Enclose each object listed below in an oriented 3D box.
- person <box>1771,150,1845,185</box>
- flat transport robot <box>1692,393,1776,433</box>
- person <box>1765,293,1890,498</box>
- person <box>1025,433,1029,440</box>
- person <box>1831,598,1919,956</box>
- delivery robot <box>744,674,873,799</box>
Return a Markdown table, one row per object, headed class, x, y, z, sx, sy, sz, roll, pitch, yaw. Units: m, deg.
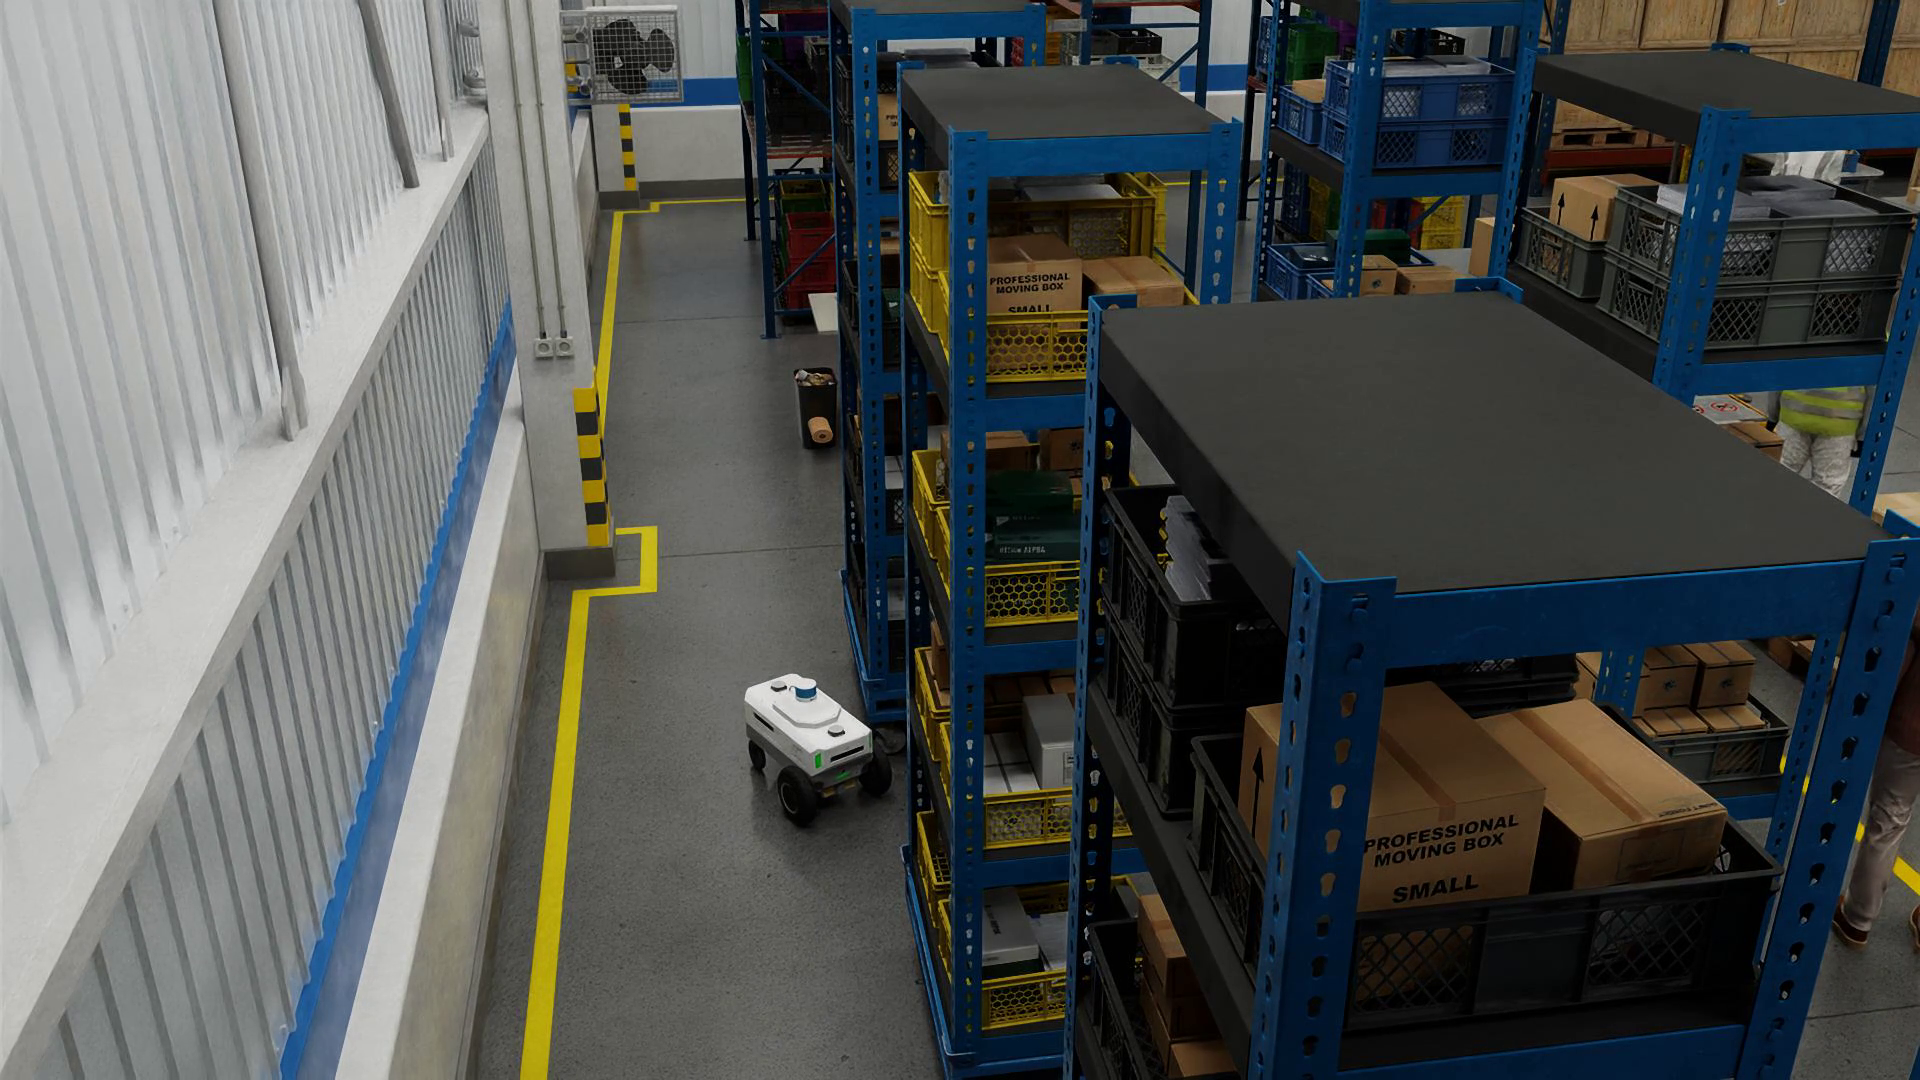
| class | x | y | z | sx | sy | sz | roll | pitch | yaw |
| --- | --- | --- | --- | --- | --- | --- | --- | --- | --- |
| person | 7.393 | -2.914 | 14.683 | 0.337 | 1.882 | 0.584 | -22 | 32 | -39 |
| flat transport robot | 5.224 | -0.859 | 12.132 | 1.431 | 0.197 | 0.652 | -4 | 25 | -8 |
| person | 5.131 | -0.701 | 9.937 | 0.619 | 1.835 | 0.429 | 17 | 29 | 32 |
| person | 0.314 | -0.822 | 10.121 | 0.760 | 1.917 | 0.635 | -12 | 27 | -25 |
| person | 3.865 | 0.759 | 6.580 | 0.611 | 1.985 | 0.393 | 7 | 26 | 14 |
| delivery robot | -0.724 | 0.889 | 7.888 | 0.477 | 0.478 | 0.707 | -17 | 30 | -33 |
